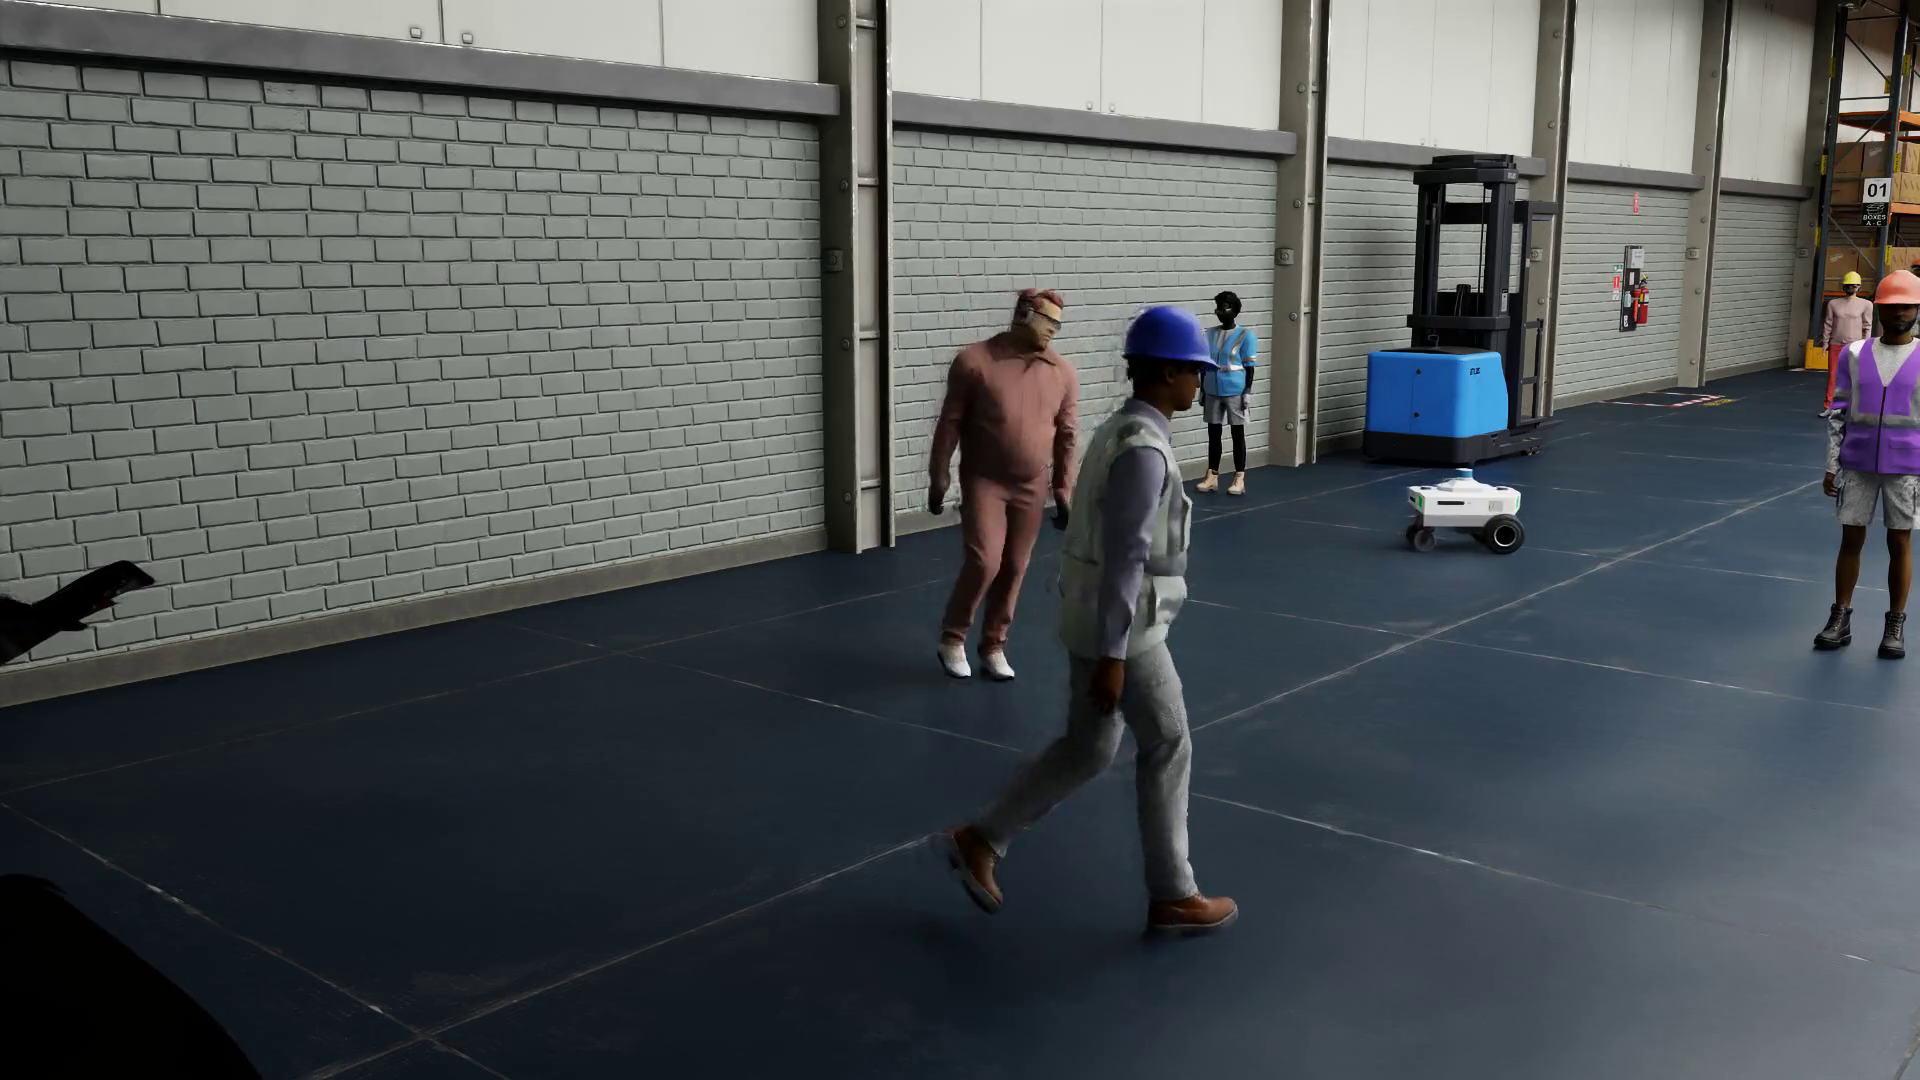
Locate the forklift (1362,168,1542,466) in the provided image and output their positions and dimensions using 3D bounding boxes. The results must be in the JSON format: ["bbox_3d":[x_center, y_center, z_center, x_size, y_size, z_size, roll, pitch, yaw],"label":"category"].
[{"bbox_3d":[4.875,-2.212,16.287,1.129,2.768,1.873,8,13,40],"label":"forklift"}]

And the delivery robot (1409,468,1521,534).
[{"bbox_3d":[3.468,-0.249,11.462,0.707,0.478,0.477,1,10,4],"label":"delivery robot"}]

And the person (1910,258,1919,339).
[{"bbox_3d":[15.559,-3.650,27.160,0.432,1.898,0.597,5,11,26],"label":"person"}]

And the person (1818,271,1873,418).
[{"bbox_3d":[10.750,-2.364,20.189,0.532,1.772,0.300,8,13,40],"label":"person"}]

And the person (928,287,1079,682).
[{"bbox_3d":[0.222,-0.251,7.892,0.746,1.870,0.433,-4,11,-21],"label":"person"}]

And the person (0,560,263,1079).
[{"bbox_3d":[-0.577,0.887,1.037,0.621,1.994,0.381,8,13,40],"label":"person"}]

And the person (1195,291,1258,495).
[{"bbox_3d":[2.230,-1.236,13.974,0.539,1.696,0.317,8,13,40],"label":"person"}]

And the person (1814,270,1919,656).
[{"bbox_3d":[4.687,-0.389,8.452,0.551,1.942,0.345,8,13,40],"label":"person"}]

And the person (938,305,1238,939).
[{"bbox_3d":[0.386,0.250,4.966,0.862,1.902,0.649,-1,10,-5],"label":"person"}]
